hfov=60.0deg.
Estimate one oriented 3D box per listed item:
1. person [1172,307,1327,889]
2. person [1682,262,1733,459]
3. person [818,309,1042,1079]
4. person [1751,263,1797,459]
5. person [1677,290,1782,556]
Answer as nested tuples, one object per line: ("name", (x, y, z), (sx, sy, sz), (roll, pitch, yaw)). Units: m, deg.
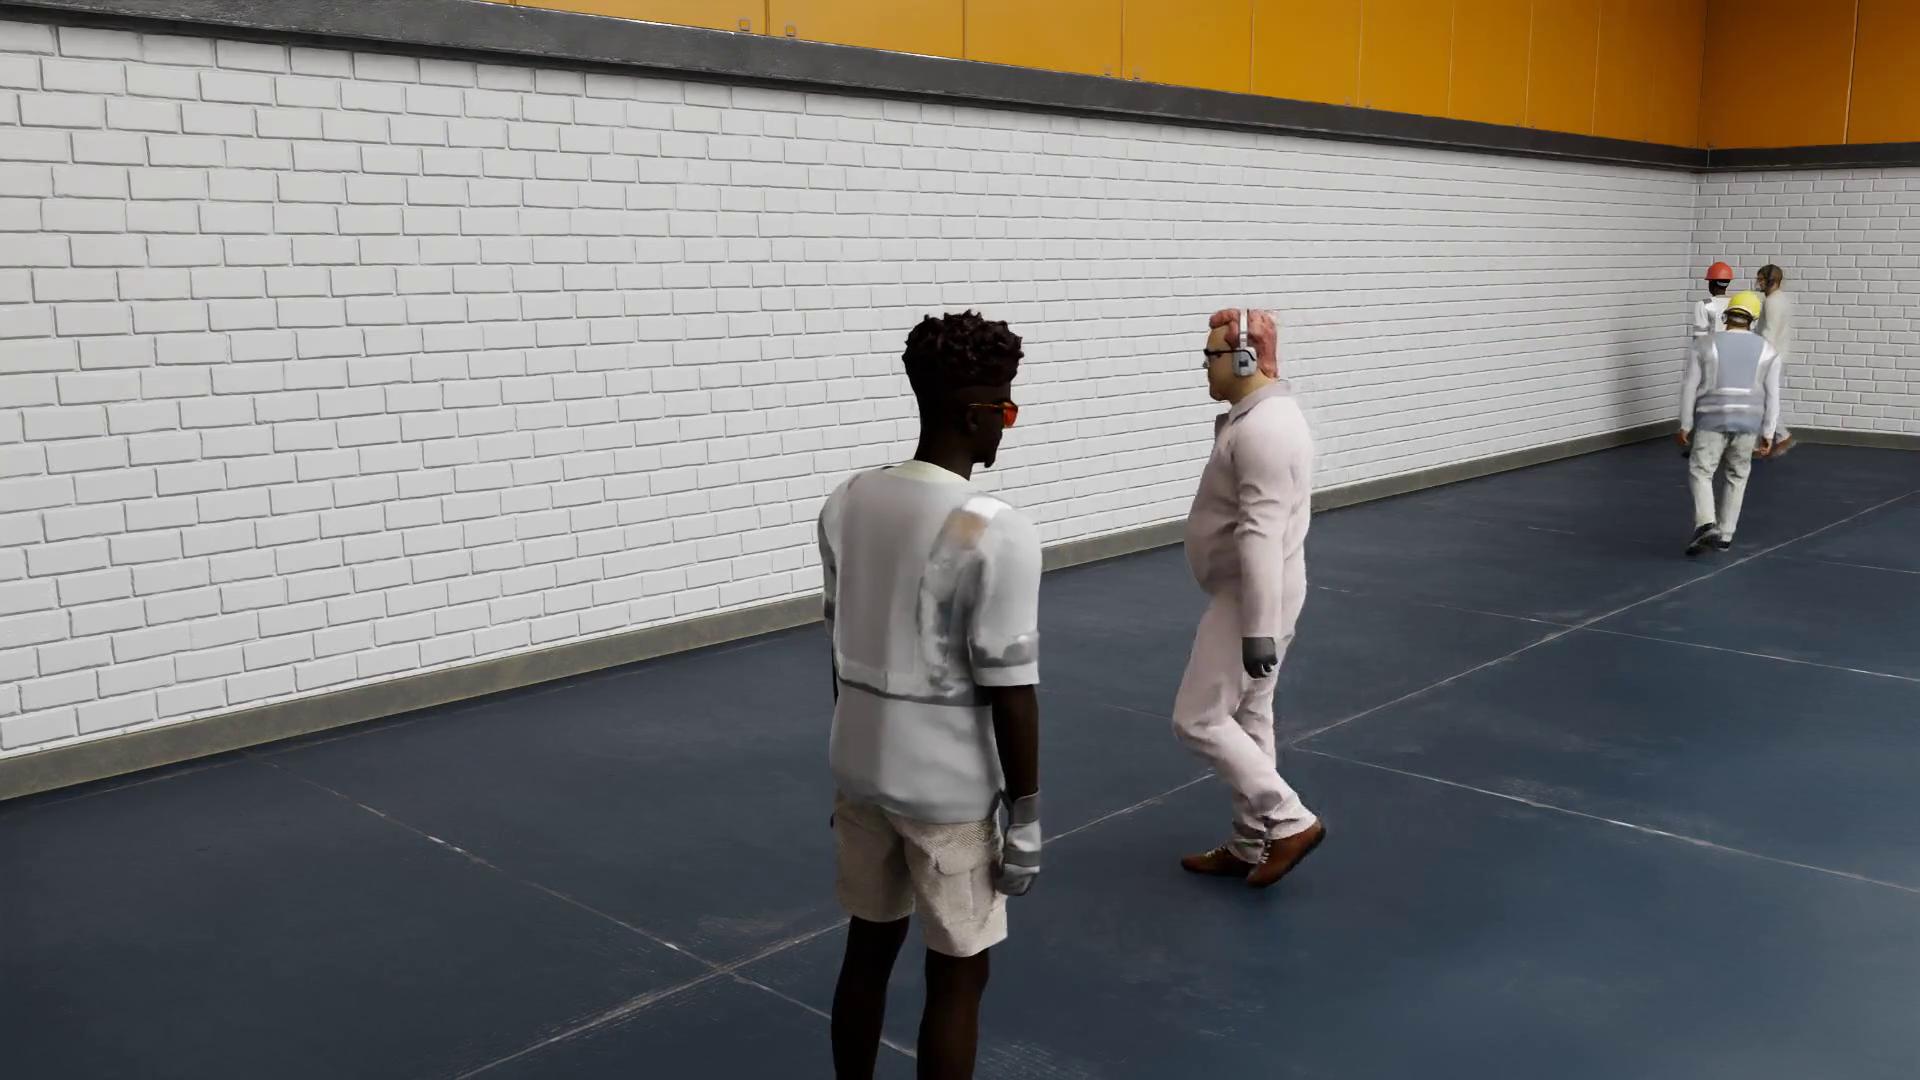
("person", (0.897, 0.204, 5.337), (0.427, 1.887, 0.673), (2, 10, 13))
("person", (7.406, -1.754, 16.362), (0.545, 1.938, 0.362), (-2, 10, -13))
("person", (-0.054, 0.497, 3.525), (0.403, 1.951, 0.610), (-9, 13, -42))
("person", (7.847, -1.723, 16.212), (0.567, 1.926, 0.671), (5, 11, 26))
("person", (5.195, -0.774, 11.207), (0.627, 1.805, 0.679), (2, 10, 12))
